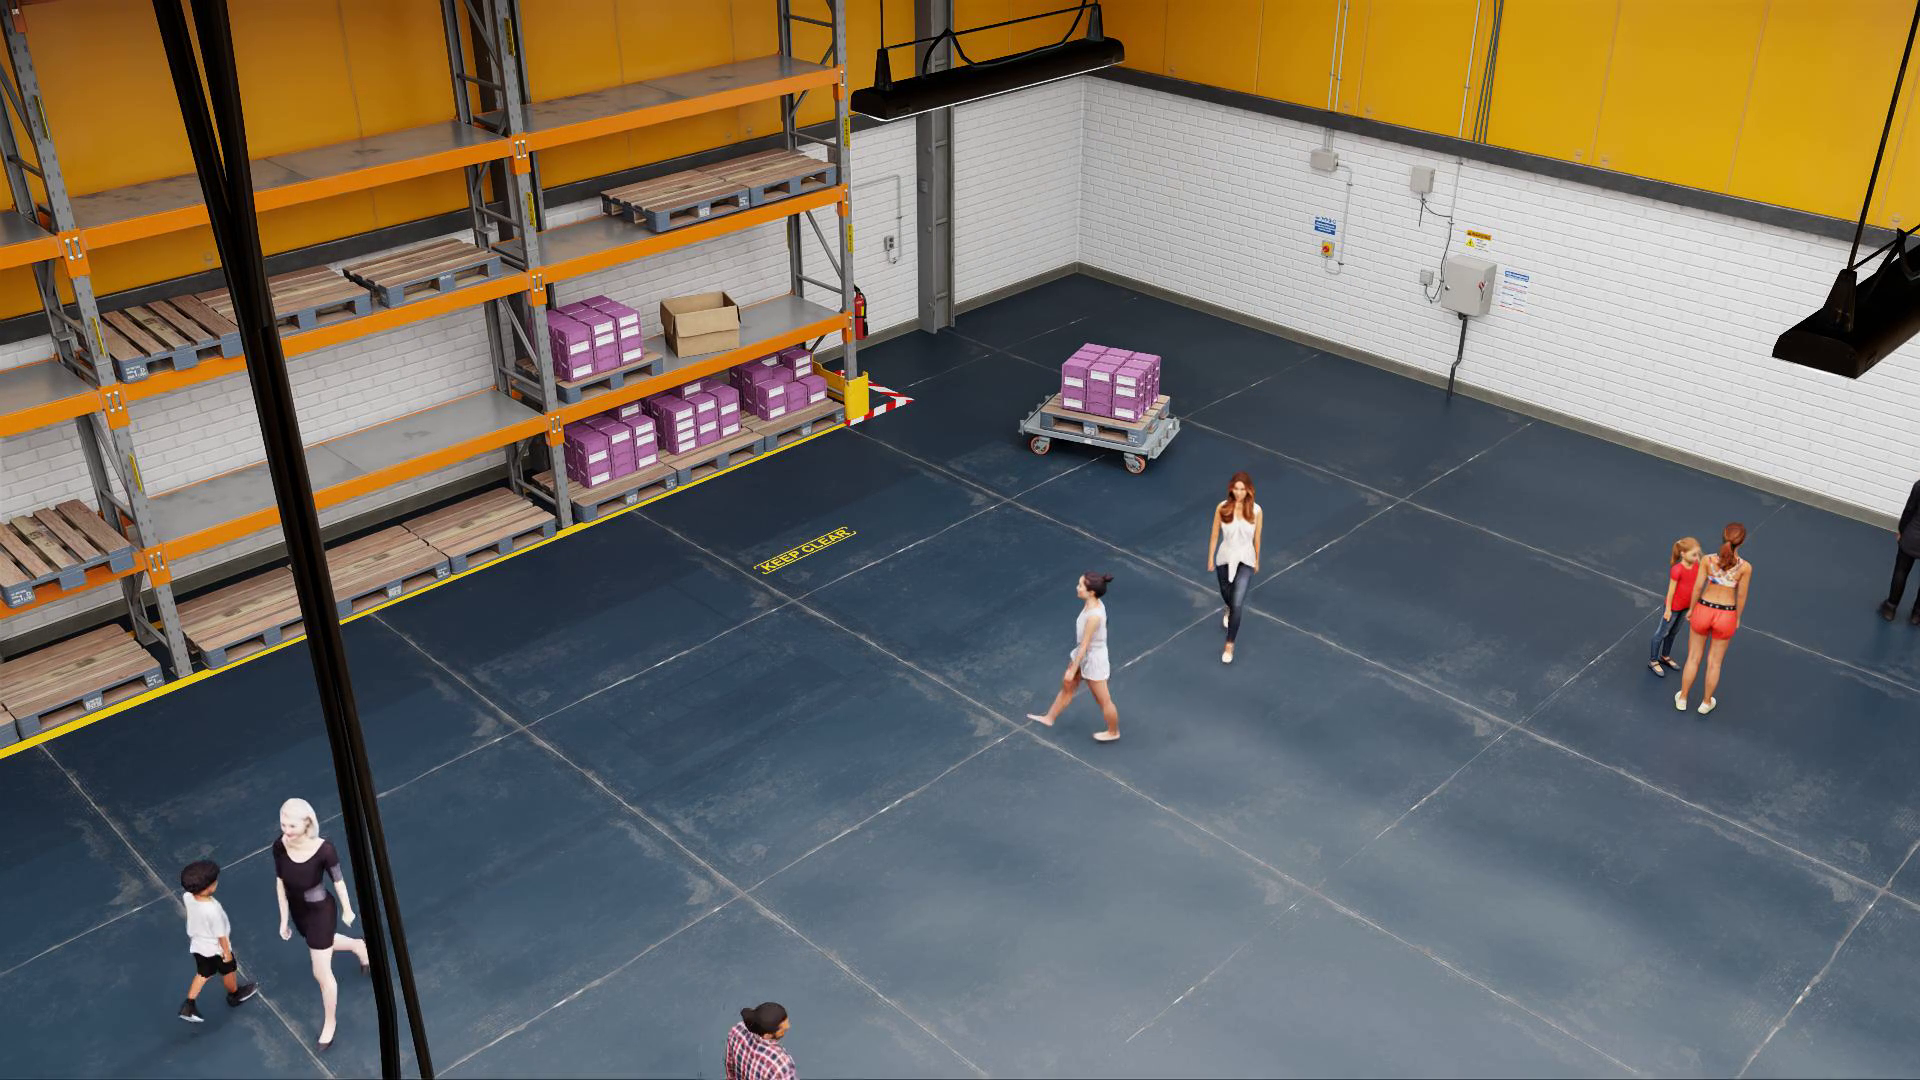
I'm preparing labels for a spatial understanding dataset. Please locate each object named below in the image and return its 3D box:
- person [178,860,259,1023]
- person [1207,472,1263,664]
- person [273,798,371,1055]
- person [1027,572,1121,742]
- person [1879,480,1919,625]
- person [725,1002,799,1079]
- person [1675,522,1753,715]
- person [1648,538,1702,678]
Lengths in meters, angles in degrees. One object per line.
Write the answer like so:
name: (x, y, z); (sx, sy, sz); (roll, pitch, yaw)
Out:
person: (-4.970, 2.663, 10.917); (0.635, 1.241, 0.833); (13, 31, 22)
person: (2.488, 0.158, 14.978); (0.961, 1.750, 1.174); (8, 30, 15)
person: (-4.165, 2.384, 10.849); (0.948, 1.796, 1.154); (6, 29, 11)
person: (1.157, 0.990, 13.633); (1.046, 1.576, 0.979); (0, 29, -1)
person: (8.896, -0.044, 15.318); (0.704, 1.778, 0.695); (12, 31, 21)
person: (-1.151, 3.231, 9.350); (0.850, 1.744, 0.604); (14, 32, 24)
person: (6.354, 0.659, 14.015); (0.646, 1.791, 0.652); (14, 32, 24)
person: (6.325, 0.566, 14.687); (0.507, 1.311, 0.590); (-15, 32, -25)
